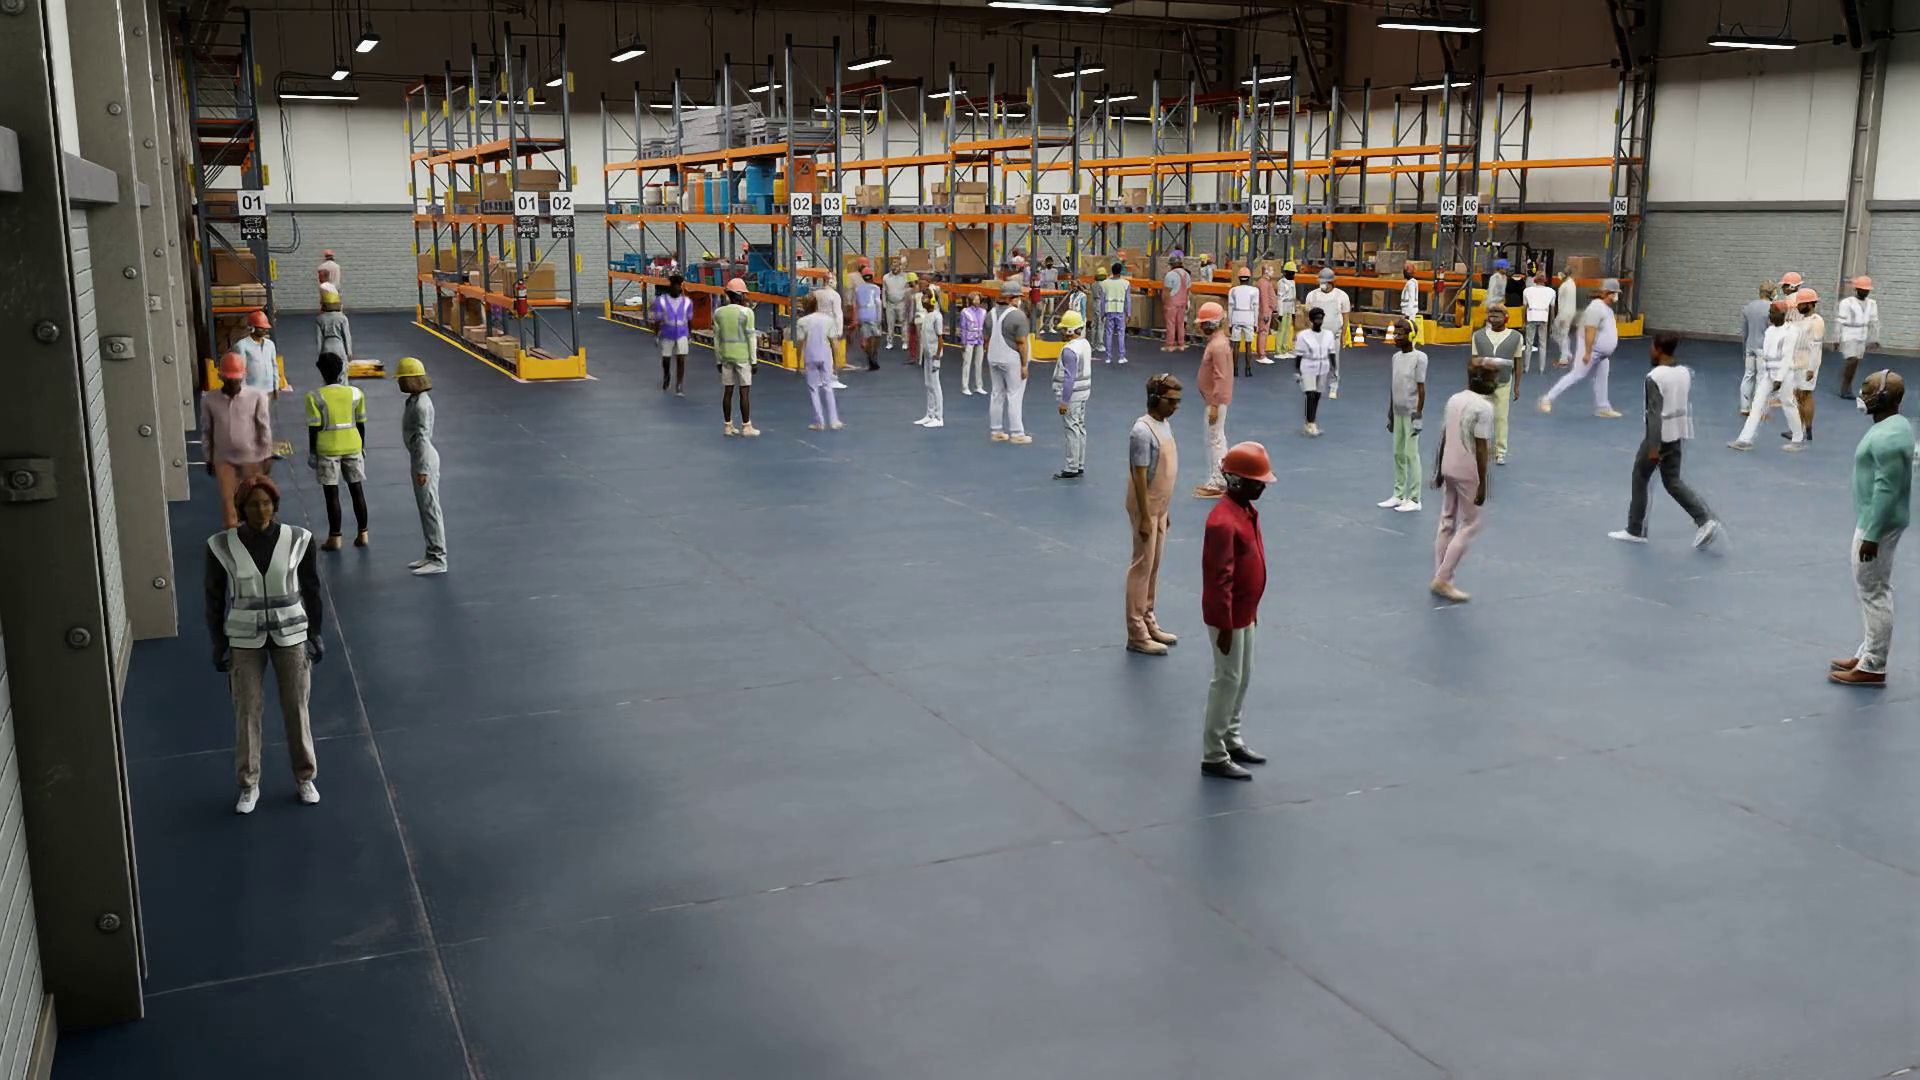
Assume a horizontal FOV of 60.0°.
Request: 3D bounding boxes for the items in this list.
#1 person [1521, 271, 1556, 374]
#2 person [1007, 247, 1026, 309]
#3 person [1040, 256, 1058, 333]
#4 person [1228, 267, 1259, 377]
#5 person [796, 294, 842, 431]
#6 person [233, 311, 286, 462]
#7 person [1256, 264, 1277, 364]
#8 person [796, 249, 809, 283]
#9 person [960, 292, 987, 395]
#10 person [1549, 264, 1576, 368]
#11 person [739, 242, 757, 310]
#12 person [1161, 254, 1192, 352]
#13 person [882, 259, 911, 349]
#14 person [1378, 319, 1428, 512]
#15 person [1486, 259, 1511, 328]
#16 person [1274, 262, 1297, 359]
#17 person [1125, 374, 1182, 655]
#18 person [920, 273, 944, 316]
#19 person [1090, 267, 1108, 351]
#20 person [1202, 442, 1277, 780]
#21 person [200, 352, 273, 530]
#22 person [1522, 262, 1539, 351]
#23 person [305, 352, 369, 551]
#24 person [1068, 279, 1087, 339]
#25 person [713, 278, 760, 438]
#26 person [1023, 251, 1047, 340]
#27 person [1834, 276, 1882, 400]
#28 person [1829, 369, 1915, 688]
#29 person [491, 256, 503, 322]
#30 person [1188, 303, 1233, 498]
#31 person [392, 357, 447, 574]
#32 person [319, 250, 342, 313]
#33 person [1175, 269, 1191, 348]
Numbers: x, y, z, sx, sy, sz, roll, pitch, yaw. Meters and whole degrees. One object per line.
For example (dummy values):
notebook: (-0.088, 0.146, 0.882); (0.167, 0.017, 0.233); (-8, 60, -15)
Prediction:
person: (10.394, -3.906, 29.918); (0.560, 1.837, 0.393); (2, 11, 12)
person: (1.630, -7.839, 49.870); (0.924, 1.839, 0.576); (6, 13, 28)
person: (2.118, -5.879, 39.884); (0.506, 1.861, 0.330); (-4, 12, -18)
person: (5.006, -3.845, 29.402); (0.543, 1.920, 0.417); (3, 12, 17)
person: (-1.878, -2.343, 22.043); (0.621, 1.818, 0.326); (-5, 12, -25)
person: (-8.127, -1.777, 19.323); (0.353, 1.743, 0.565); (5, 12, 25)
person: (5.888, -4.351, 31.986); (0.409, 1.909, 0.641); (1, 11, 6)
person: (-5.044, -8.278, 52.370); (0.574, 1.739, 0.349); (-3, 11, -14)
person: (0.219, -3.124, 26.434); (0.522, 1.638, 0.310); (-8, 14, -36)
person: (11.169, -4.137, 30.825); (0.430, 1.928, 0.639); (3, 11, 13)
person: (-6.310, -7.866, 49.551); (0.617, 2.028, 0.409); (3, 11, 14)
person: (4.475, -4.958, 34.728); (0.685, 2.000, 0.537); (-9, 14, -39)
person: (-1.350, -4.985, 35.246); (0.641, 1.899, 0.395); (2, 11, 12)
person: (4.315, -1.208, 16.138); (0.340, 1.866, 0.520); (-4, 12, -21)
person: (11.418, -5.008, 35.299); (0.643, 1.913, 0.521); (-11, 15, -43)
person: (6.480, -4.546, 32.961); (0.405, 1.918, 0.582); (8, 14, 37)
person: (1.273, -0.178, 10.952); (0.350, 1.839, 0.506); (5, 12, 24)
person: (-0.643, -4.799, 34.996); (0.583, 1.606, 0.562); (-4, 12, -18)
person: (2.937, -4.827, 34.824); (0.323, 1.741, 0.491); (-7, 13, -31)
person: (1.421, 0.357, 8.493); (0.353, 1.737, 0.574); (5, 12, 22)
person: (-6.093, -0.733, 14.044); (0.580, 1.728, 0.522); (-2, 11, -12)
person: (11.937, -4.866, 34.714); (0.332, 1.866, 0.514); (-3, 12, -16)
person: (-5.337, -0.760, 14.261); (0.318, 1.697, 0.540); (10, 15, 42)
person: (2.223, -4.094, 31.384); (0.312, 1.630, 0.506); (-6, 13, -27)
person: (-2.869, -2.338, 21.422); (0.605, 2.038, 0.394); (5, 12, 25)
person: (1.678, -5.560, 37.826); (0.618, 2.024, 0.632); (-7, 13, -33)
person: (13.859, -3.104, 25.643); (0.579, 1.903, 0.674); (-2, 11, -10)
person: (5.581, -0.068, 10.135); (0.352, 1.937, 0.635); (6, 13, 30)
person: (-12.367, -6.663, 44.182); (0.592, 1.745, 0.346); (9, 14, 39)
person: (2.557, -1.399, 16.861); (0.464, 1.984, 0.676); (1, 11, 7)
person: (-4.342, -0.595, 13.341); (0.323, 1.737, 0.486); (-5, 12, -23)
person: (-15.825, -6.315, 41.865); (0.642, 1.934, 0.962); (2, 11, 10)
person: (4.754, -4.934, 35.508); (0.319, 1.690, 0.540); (-2, 11, -9)
